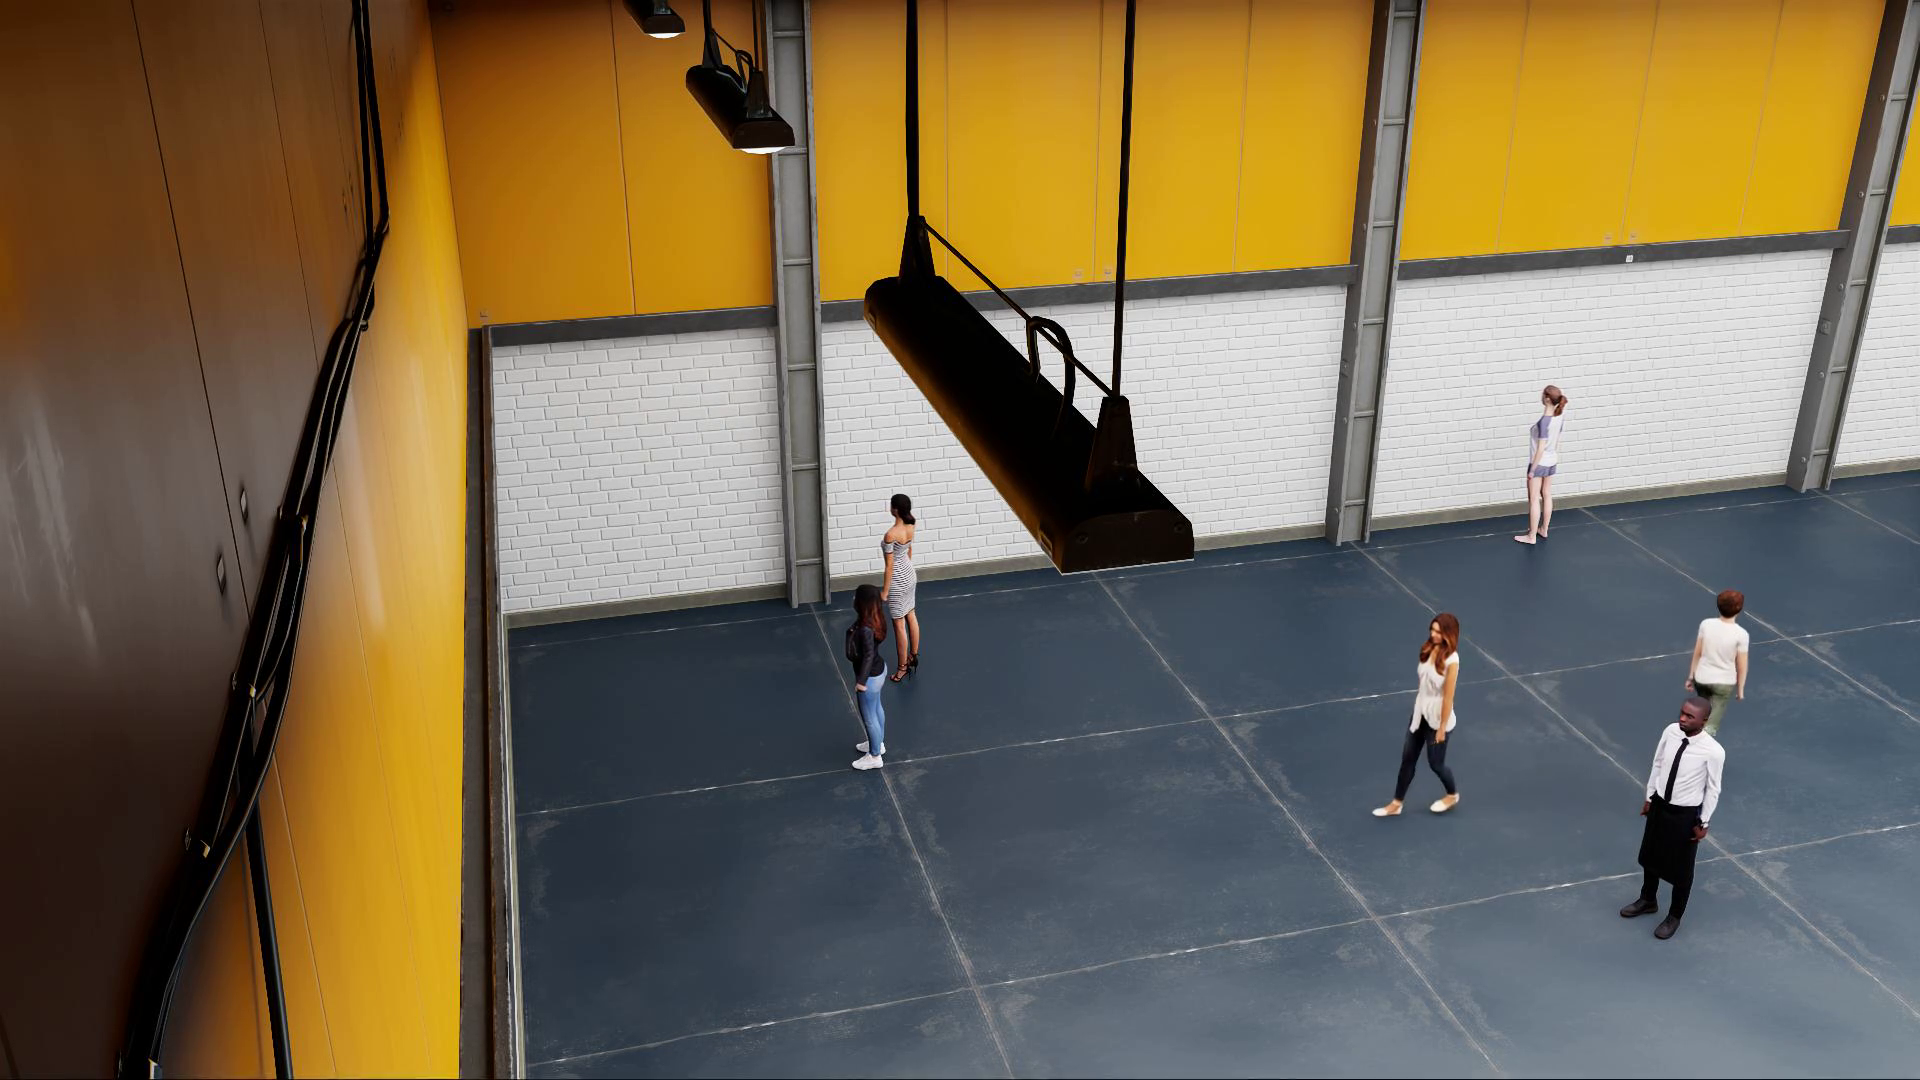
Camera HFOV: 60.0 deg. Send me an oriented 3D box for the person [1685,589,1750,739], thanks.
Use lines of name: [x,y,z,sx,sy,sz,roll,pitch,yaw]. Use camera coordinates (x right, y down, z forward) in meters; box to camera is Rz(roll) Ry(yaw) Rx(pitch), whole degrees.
person: [6.094,1.207,13.499,1.175,1.620,0.938,-21,31,-40]

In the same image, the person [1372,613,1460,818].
person: [3.746,1.379,12.928,0.965,1.761,0.651,-8,25,-18]

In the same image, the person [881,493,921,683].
person: [-0.523,0.418,15.051,0.732,1.822,0.676,13,27,26]

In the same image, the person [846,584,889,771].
person: [-0.749,1.103,13.716,0.684,1.635,0.707,2,24,6]

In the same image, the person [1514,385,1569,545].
person: [6.291,-0.824,17.962,0.619,1.766,0.725,-19,30,-37]

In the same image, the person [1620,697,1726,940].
person: [5.023,1.905,11.632,0.631,1.836,0.701,-14,27,-29]
